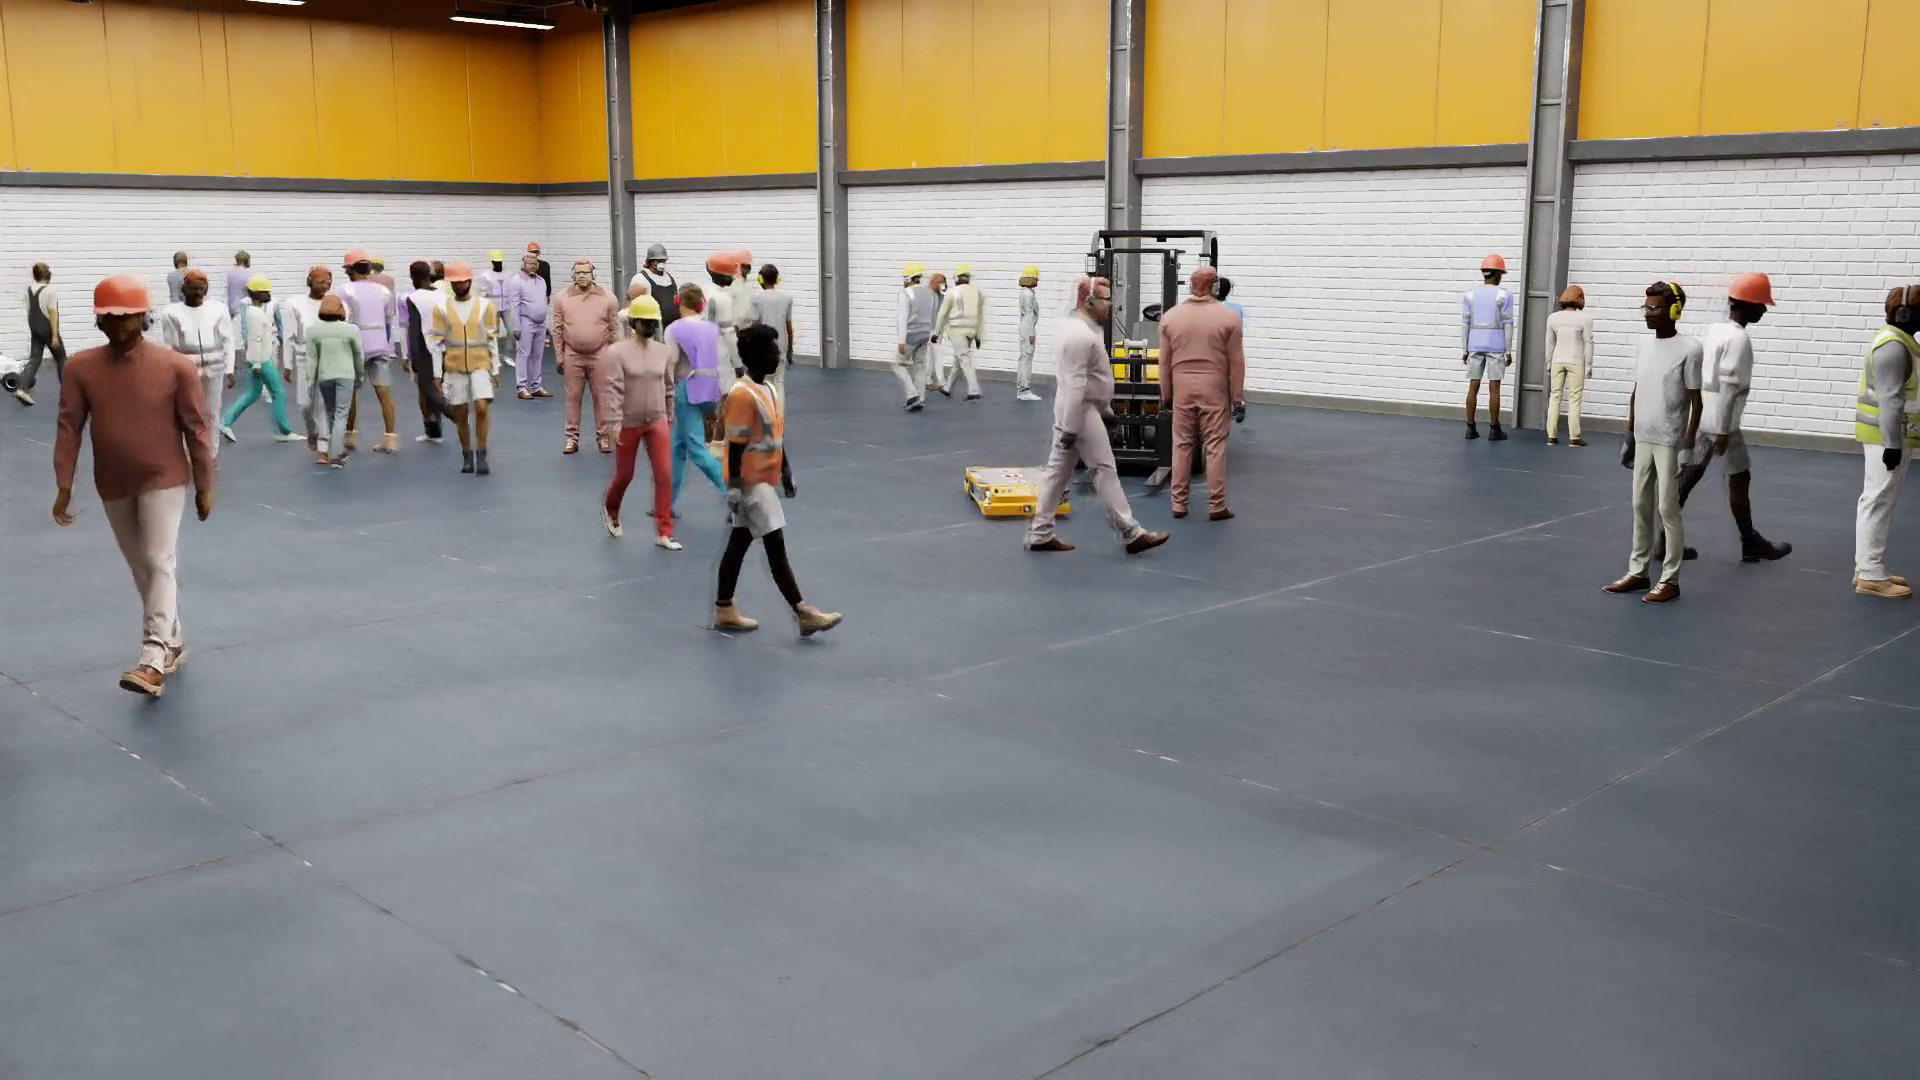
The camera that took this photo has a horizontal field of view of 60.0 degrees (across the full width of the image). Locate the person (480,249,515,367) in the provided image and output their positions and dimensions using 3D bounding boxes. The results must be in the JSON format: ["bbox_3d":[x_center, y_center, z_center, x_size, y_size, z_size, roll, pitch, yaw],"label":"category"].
[{"bbox_3d":[-7.418,-3.726,26.829,0.618,1.902,0.643,-7,13,-34],"label":"person"}]

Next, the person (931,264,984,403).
[{"bbox_3d":[0.005,-2.653,21.381,0.594,1.766,0.974,-10,14,-42],"label":"person"}]

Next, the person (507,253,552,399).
[{"bbox_3d":[-5.602,-2.798,21.786,0.399,1.903,0.643,6,12,28],"label":"person"}]

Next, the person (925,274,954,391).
[{"bbox_3d":[-0.251,-2.810,22.632,0.729,1.599,0.525,7,13,35],"label":"person"}]

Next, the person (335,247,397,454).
[{"bbox_3d":[-5.903,-1.860,16.357,0.929,2.002,0.640,8,13,39],"label":"person"}]

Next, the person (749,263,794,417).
[{"bbox_3d":[-1.958,-1.965,17.389,0.506,1.848,0.413,-4,11,-23],"label":"person"}]

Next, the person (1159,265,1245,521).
[{"bbox_3d":[1.824,-1.100,12.508,0.651,1.906,0.403,4,11,23],"label":"person"}]

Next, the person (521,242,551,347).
[{"bbox_3d":[-8.097,-4.676,31.765,0.611,1.996,0.378,-9,14,-41],"label":"person"}]

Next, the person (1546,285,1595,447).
[{"bbox_3d":[6.177,-1.762,16.868,0.497,1.632,0.289,10,14,43],"label":"person"}]

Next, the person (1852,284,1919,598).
[{"bbox_3d":[5.565,-0.591,9.908,0.430,1.845,0.619,6,12,28],"label":"person"}]

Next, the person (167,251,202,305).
[{"bbox_3d":[-11.986,-3.515,25.768,1.046,1.886,0.645,5,12,26],"label":"person"}]

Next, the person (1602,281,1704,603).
[{"bbox_3d":[4.062,-0.555,9.693,0.392,1.868,0.548,-4,11,-21],"label":"person"}]

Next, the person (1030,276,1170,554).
[{"bbox_3d":[0.931,-0.818,11.124,0.988,1.854,0.641,0,10,-2],"label":"person"}]

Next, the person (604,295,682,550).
[{"bbox_3d":[-2.222,-0.822,11.455,0.527,1.737,0.791,-7,12,-33],"label":"person"}]

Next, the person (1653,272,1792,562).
[{"bbox_3d":[5.015,-0.780,10.799,0.931,1.880,0.689,1,10,5],"label":"person"}]

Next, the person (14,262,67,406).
[{"bbox_3d":[-11.619,-2.603,21.020,0.520,1.805,0.972,3,11,15],"label":"person"}]

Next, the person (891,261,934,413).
[{"bbox_3d":[-0.567,-2.425,19.967,0.430,1.818,0.623,8,13,38],"label":"person"}]

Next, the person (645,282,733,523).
[{"bbox_3d":[-1.958,-1.021,12.413,0.922,1.794,0.611,5,11,23],"label":"person"}]

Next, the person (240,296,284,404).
[{"bbox_3d":[-8.936,-2.563,21.260,0.687,1.617,0.538,10,14,44],"label":"person"}]

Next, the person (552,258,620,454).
[{"bbox_3d":[-3.652,-1.792,16.282,0.642,1.910,0.401,-2,11,-8],"label":"person"}]

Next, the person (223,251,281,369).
[{"bbox_3d":[-11.459,-3.678,26.624,0.643,1.889,1.045,9,14,41],"label":"person"}]

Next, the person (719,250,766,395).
[{"bbox_3d":[-2.893,-2.843,21.962,1.059,1.938,0.611,9,14,42],"label":"person"}]

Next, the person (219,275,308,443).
[{"bbox_3d":[-7.249,-1.853,17.090,0.820,1.731,0.529,-5,12,-26],"label":"person"}]

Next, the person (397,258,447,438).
[{"bbox_3d":[-5.572,-1.988,17.385,0.555,1.907,0.902,-2,11,-12],"label":"person"}]

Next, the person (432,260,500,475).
[{"bbox_3d":[-4.390,-1.517,14.763,0.564,1.909,0.728,-2,11,-12],"label":"person"}]

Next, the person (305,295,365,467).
[{"bbox_3d":[-5.798,-1.479,15.455,0.483,1.583,0.841,0,10,-2],"label":"person"}]

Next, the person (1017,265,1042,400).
[{"bbox_3d":[0.910,-2.699,21.672,0.301,1.743,0.493,-1,10,-7],"label":"person"}]

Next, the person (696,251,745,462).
[{"bbox_3d":[-2.281,-1.698,15.583,0.433,1.993,0.649,-8,13,-37],"label":"person"}]

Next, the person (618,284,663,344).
[{"bbox_3d":[-3.539,-2.027,18.434,0.515,1.593,0.875,-3,11,-14],"label":"person"}]

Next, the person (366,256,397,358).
[{"bbox_3d":[-10.057,-4.028,28.858,0.528,1.767,0.330,-3,11,-15],"label":"person"}]

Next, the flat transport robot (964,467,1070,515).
[{"bbox_3d":[0.431,-0.404,13.175,0.652,0.197,1.431,-1,10,-6],"label":"flat transport robot"}]

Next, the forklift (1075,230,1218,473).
[{"bbox_3d":[1.804,-1.825,15.677,1.214,2.155,2.313,2,11,13],"label":"forklift"}]

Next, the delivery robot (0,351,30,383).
[{"bbox_3d":[-13.140,-2.347,22.743,0.707,0.478,0.477,-2,10,-9],"label":"delivery robot"}]

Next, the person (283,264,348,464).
[{"bbox_3d":[-6.063,-1.662,15.691,0.602,1.867,0.564,-4,11,-21],"label":"person"}]

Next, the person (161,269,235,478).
[{"bbox_3d":[-6.744,-1.476,14.789,0.562,1.823,0.983,-6,12,-30],"label":"person"}]

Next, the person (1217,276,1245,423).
[{"bbox_3d":[2.928,-2.087,18.483,0.548,1.683,0.550,-5,11,-25],"label":"person"}]

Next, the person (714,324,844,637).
[{"bbox_3d":[-0.974,-0.307,8.827,0.817,1.657,0.557,1,10,7],"label":"person"}]

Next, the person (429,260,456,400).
[{"bbox_3d":[-6.500,-2.610,20.956,0.511,1.825,0.647,1,10,3],"label":"person"}]

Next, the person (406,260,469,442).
[{"bbox_3d":[-5.322,-1.905,16.981,0.753,1.885,0.611,5,11,24],"label":"person"}]

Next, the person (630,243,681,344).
[{"bbox_3d":[-3.659,-2.600,20.324,0.535,2.000,0.688,8,13,37],"label":"person"}]

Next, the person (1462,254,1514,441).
[{"bbox_3d":[5.512,-2.003,17.369,0.542,1.930,0.375,8,13,38],"label":"person"}]

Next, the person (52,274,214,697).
[{"bbox_3d":[-3.879,-0.253,7.768,0.628,1.940,0.996,0,10,-2],"label":"person"}]
